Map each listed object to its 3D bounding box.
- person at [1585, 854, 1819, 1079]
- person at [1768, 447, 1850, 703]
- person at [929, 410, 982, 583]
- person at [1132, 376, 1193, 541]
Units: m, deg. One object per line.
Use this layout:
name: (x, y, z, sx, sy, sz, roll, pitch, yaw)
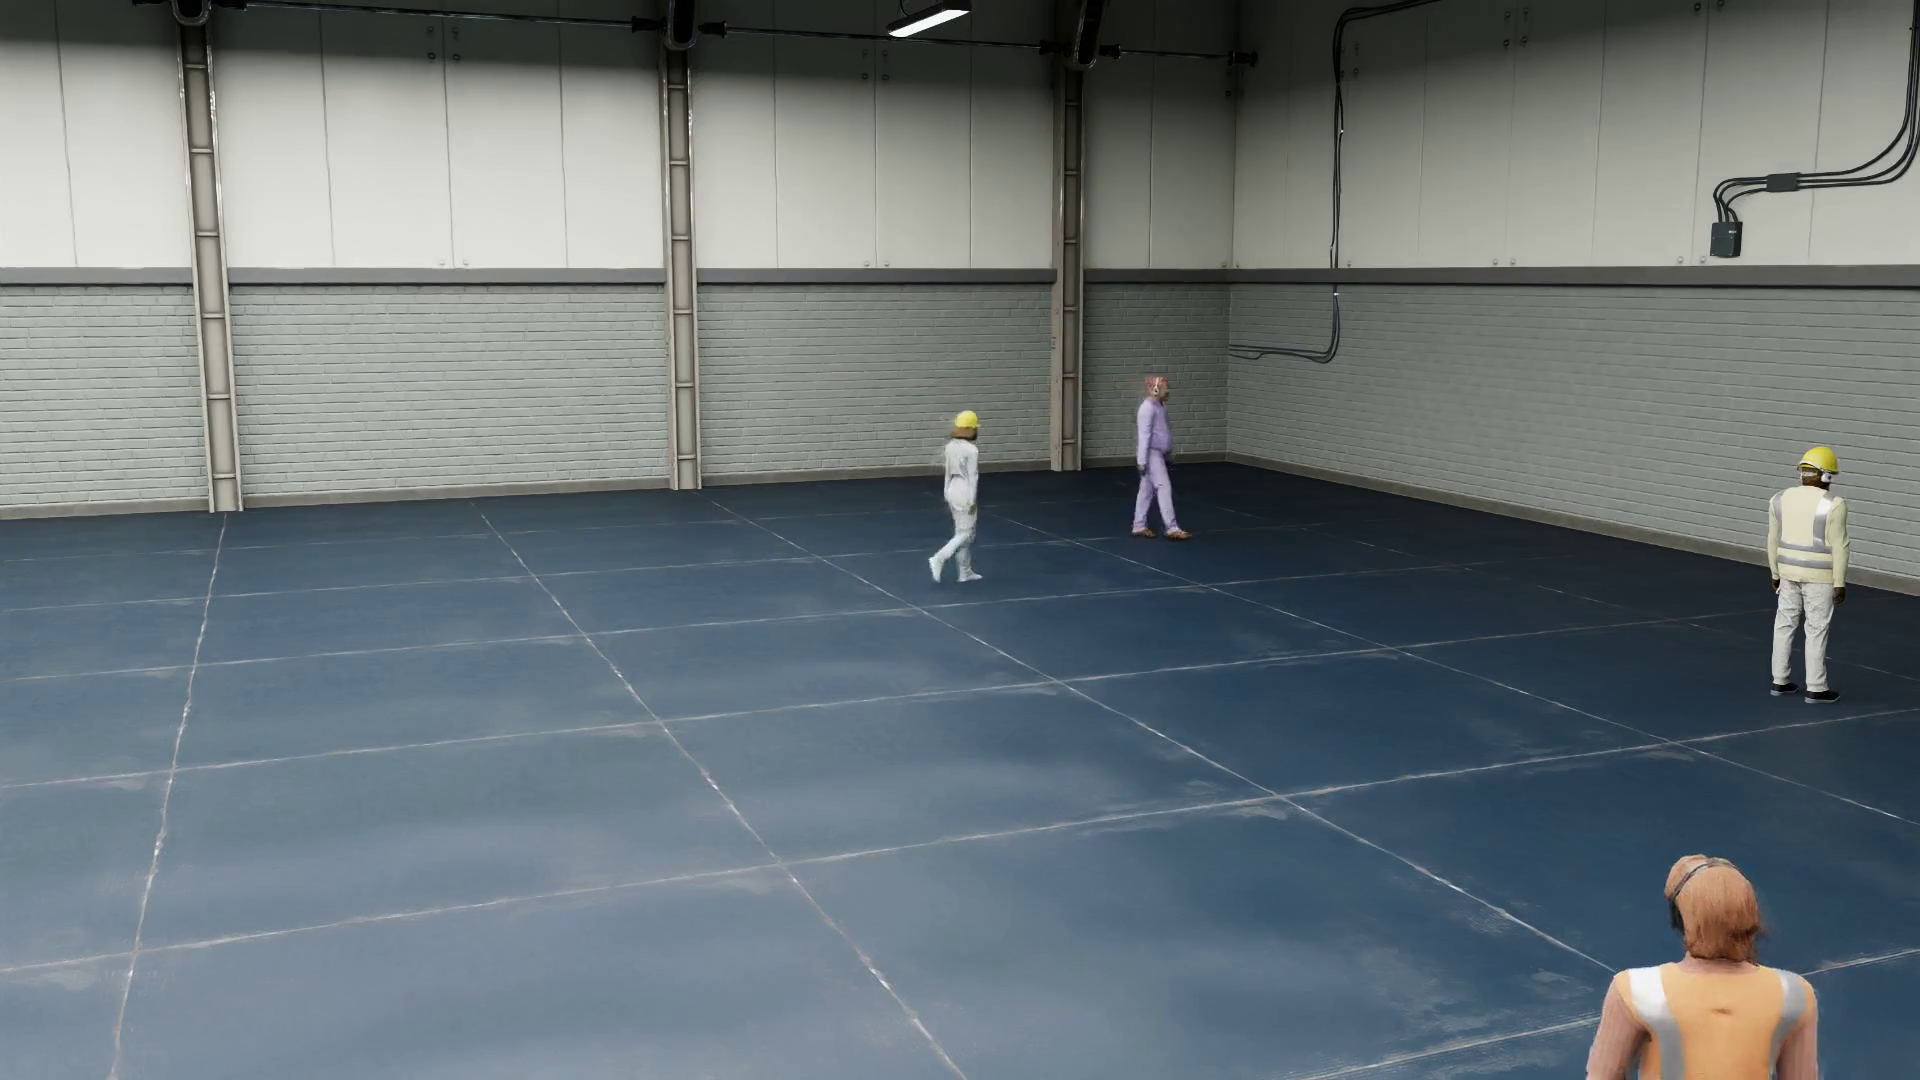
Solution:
person: (1.835, 1.566, 4.239, 0.544, 1.592, 0.836, 0, 9, 2)
person: (6.056, 0.246, 11.854, 0.403, 1.823, 0.586, -5, 10, -29)
person: (-0.037, -0.408, 16.293, 0.663, 1.721, 0.483, -7, 11, -38)
person: (2.362, -0.926, 19.027, 0.860, 1.873, 0.680, 3, 10, 19)
